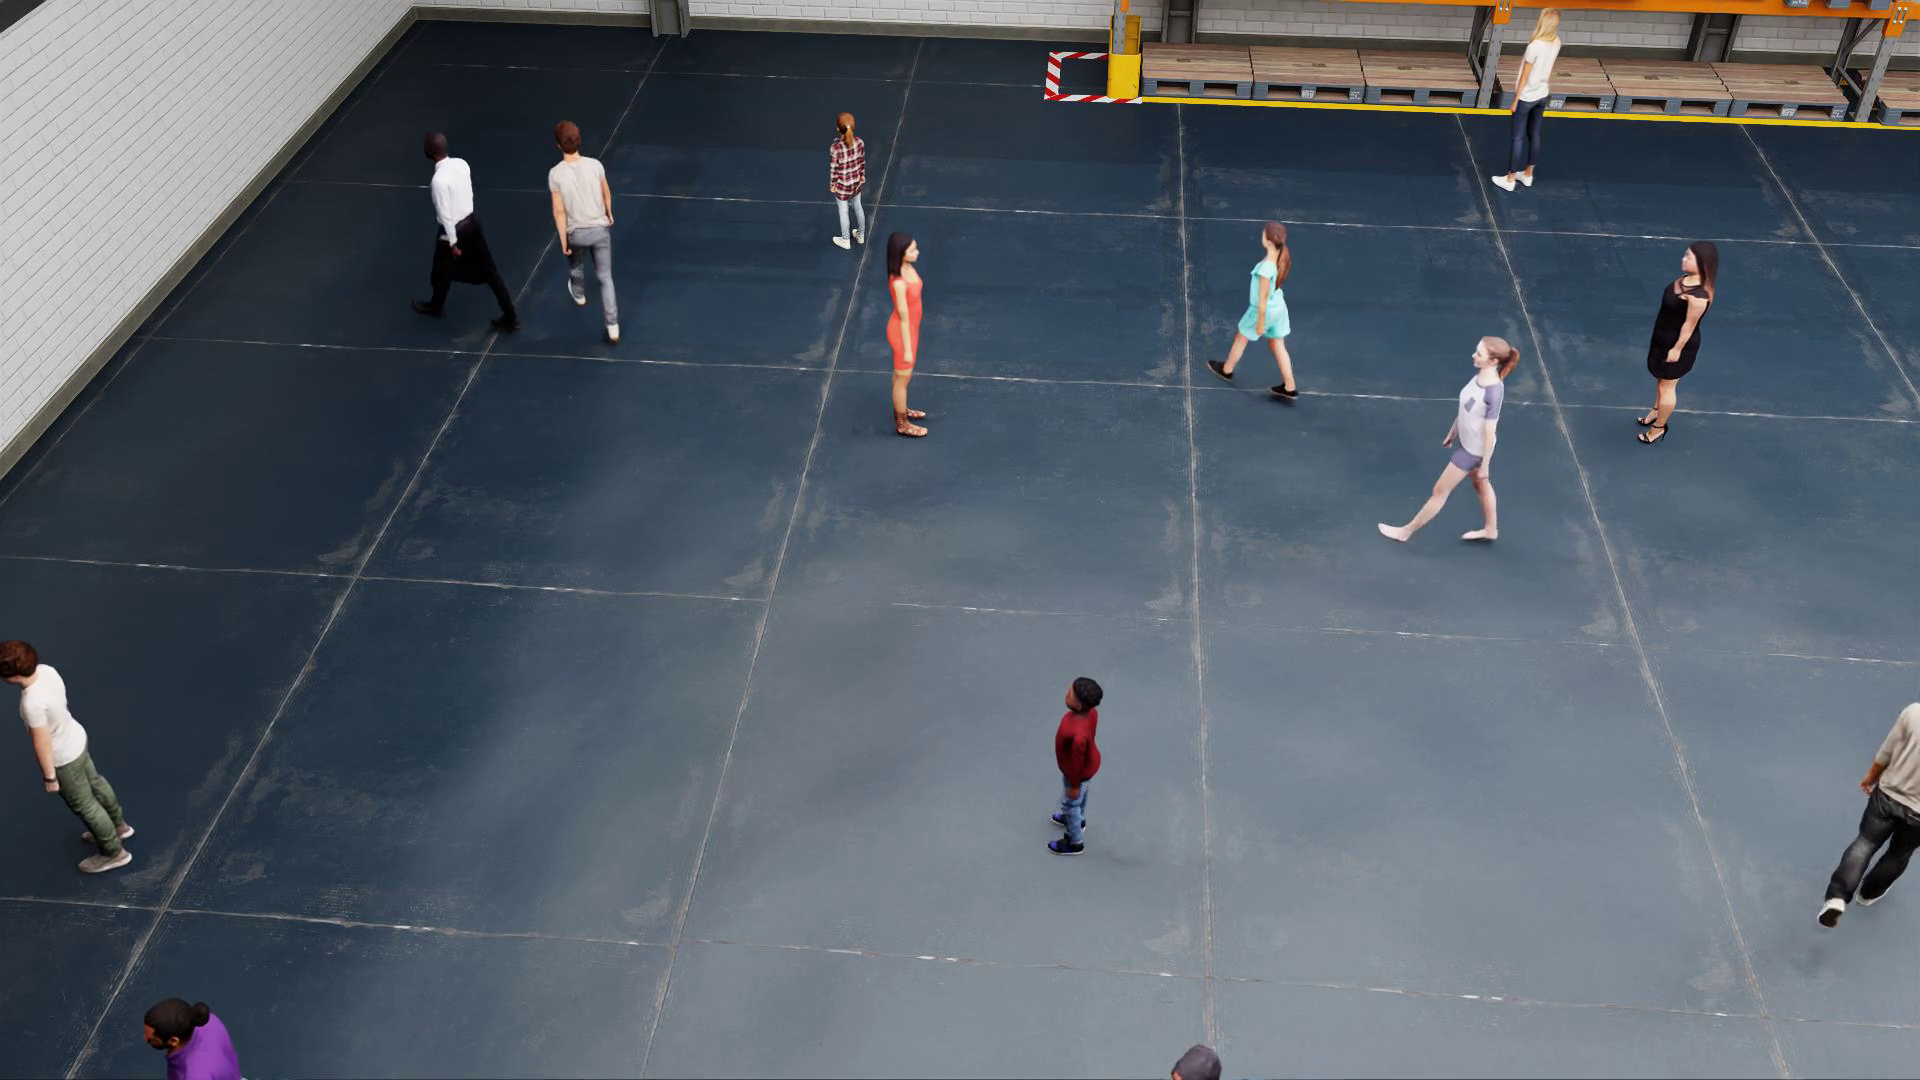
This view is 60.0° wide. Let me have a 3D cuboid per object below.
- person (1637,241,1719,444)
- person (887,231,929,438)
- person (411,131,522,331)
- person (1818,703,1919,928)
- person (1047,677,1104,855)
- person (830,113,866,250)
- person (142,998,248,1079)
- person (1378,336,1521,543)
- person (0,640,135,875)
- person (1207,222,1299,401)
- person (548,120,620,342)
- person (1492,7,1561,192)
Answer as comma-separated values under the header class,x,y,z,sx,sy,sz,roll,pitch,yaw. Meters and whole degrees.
class,x,y,z,sx,sy,sz,roll,pitch,yaw
person,5.511,-1.519,12.775,0.680,1.719,0.719,12,40,15
person,-0.437,-1.604,12.882,0.554,1.718,0.598,-1,39,-1
person,-4.115,-2.541,13.998,1.307,1.788,0.892,12,40,15
person,5.097,1.451,8.998,1.075,1.791,1.027,-28,46,-31
person,0.725,1.292,9.627,0.539,1.253,0.559,8,39,10
person,-1.037,-3.326,15.369,0.611,1.305,0.682,-24,44,-27
person,-3.247,2.624,7.581,1.194,1.725,0.895,-10,40,-12
person,3.697,-0.639,11.668,1.111,1.724,0.639,5,39,6
person,-5.061,1.197,9.427,0.643,1.652,0.658,-10,40,-12
person,2.512,-1.793,13.278,1.121,1.518,0.963,29,47,31
person,-3.098,-2.539,13.954,1.234,1.841,1.106,-14,41,-17
person,5.563,-4.279,16.158,0.641,1.809,0.717,-23,44,-26
